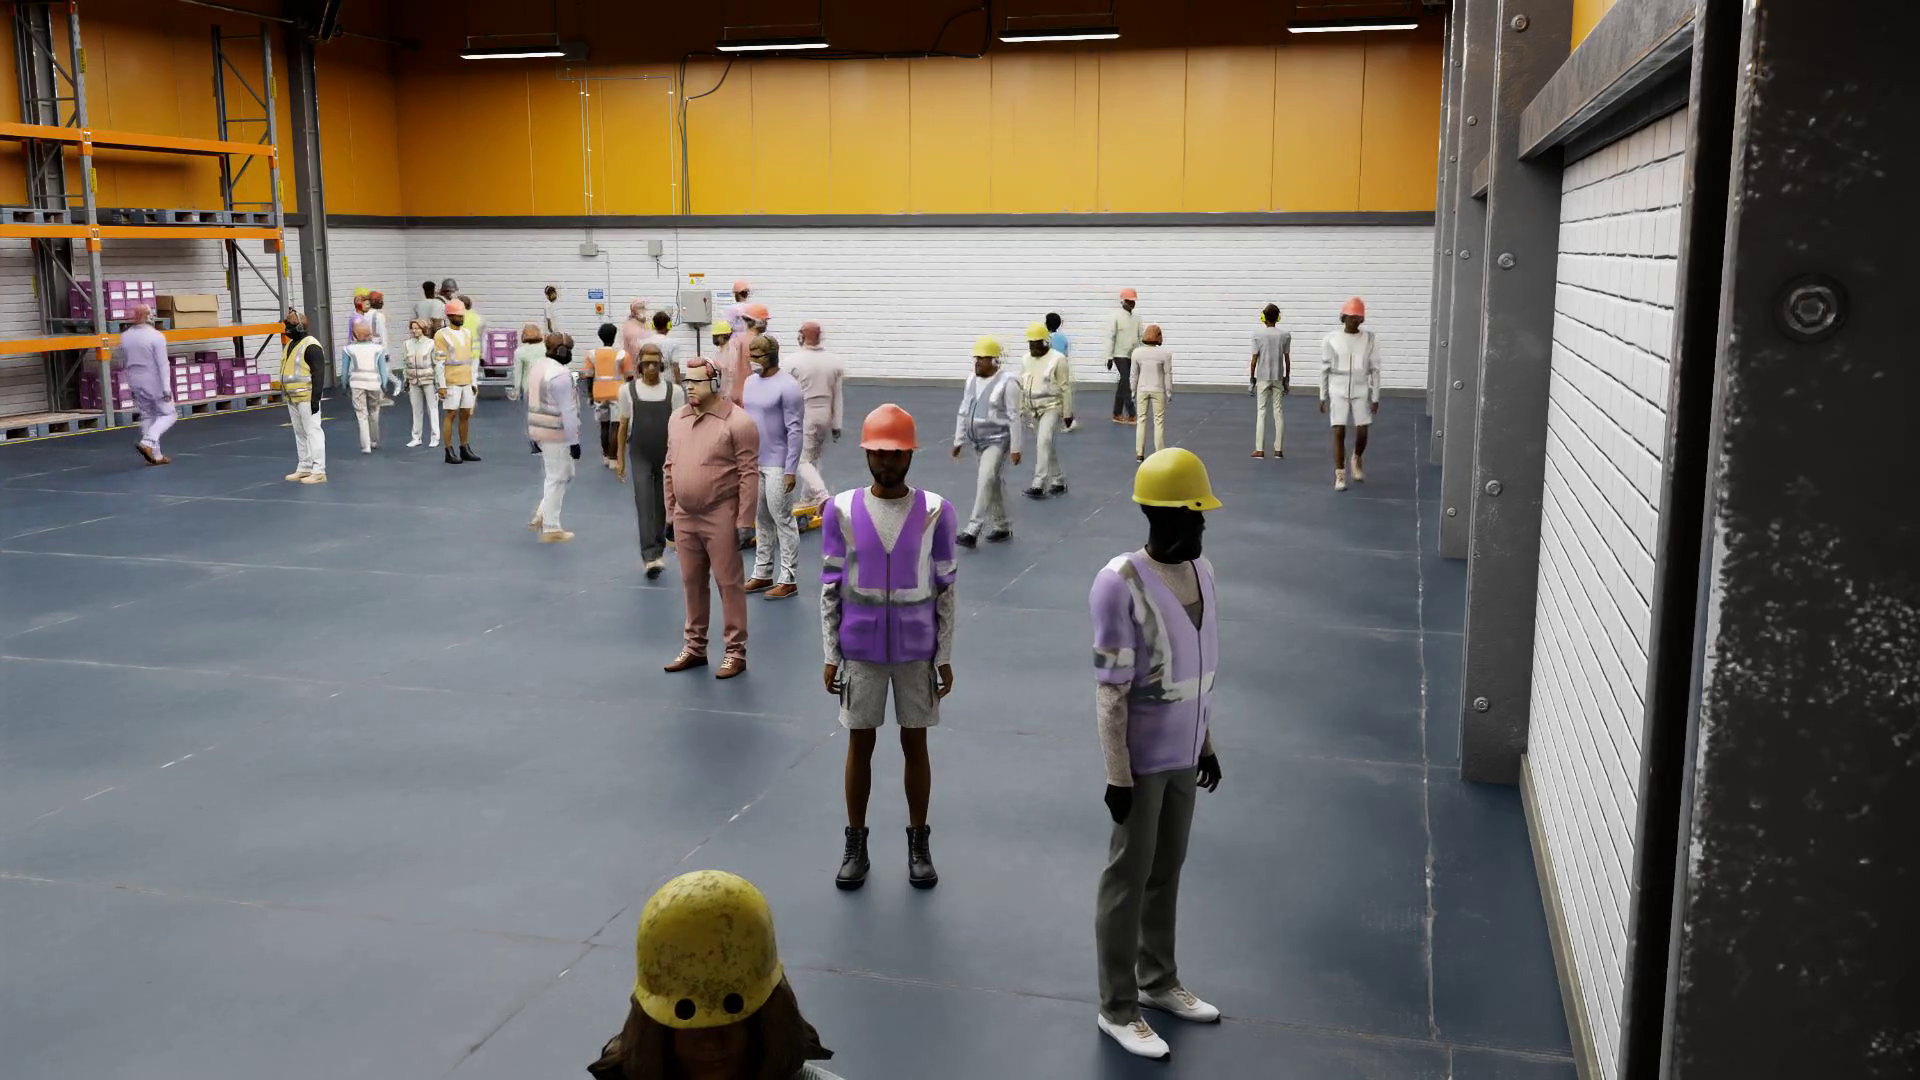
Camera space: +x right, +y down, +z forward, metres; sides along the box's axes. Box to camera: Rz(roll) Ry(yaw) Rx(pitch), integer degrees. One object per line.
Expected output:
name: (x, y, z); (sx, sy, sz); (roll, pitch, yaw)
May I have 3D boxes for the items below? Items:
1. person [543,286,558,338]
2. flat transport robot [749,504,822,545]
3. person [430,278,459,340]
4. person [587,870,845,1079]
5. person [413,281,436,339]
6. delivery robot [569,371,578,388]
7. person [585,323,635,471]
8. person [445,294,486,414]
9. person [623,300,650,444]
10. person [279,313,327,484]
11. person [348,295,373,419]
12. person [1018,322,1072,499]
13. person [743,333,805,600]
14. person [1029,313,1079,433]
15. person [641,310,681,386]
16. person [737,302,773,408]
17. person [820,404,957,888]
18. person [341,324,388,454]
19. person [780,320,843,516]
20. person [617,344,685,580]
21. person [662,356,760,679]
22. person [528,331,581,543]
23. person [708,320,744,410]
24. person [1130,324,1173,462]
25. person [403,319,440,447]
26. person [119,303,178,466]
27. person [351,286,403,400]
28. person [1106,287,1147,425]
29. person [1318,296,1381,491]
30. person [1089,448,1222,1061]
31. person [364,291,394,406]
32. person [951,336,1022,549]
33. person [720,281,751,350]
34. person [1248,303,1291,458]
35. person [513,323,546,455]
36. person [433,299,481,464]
person: (-7.546, -3.758, 30.678); (0.336, 1.852, 0.560); (-1, 10, -8)
flat transport robot: (-1.822, -0.161, 14.670); (0.652, 0.197, 1.431); (5, 11, 27)
person: (-8.982, -3.598, 29.126); (0.577, 2.000, 0.708); (2, 10, 12)
person: (-0.329, 1.288, 2.298); (0.484, 1.744, 0.295); (-3, 10, -14)
person: (-9.324, -3.594, 29.339); (0.621, 1.946, 0.434); (2, 10, 10)
delivery robot: (-6.853, -2.743, 28.224); (0.707, 0.478, 0.477); (0, 10, 1)
person: (-3.971, -1.645, 19.097); (0.552, 1.673, 0.671); (2, 10, 10)
person: (-7.482, -2.801, 25.218); (0.641, 1.827, 0.581); (-8, 13, -38)
person: (-4.153, -2.154, 21.476); (0.430, 1.863, 0.730); (-3, 10, -17)
person: (-7.108, -1.528, 17.967); (0.633, 1.841, 0.429); (9, 13, 41)
person: (-8.881, -2.706, 24.636); (0.374, 1.840, 0.571); (-4, 11, -21)
person: (0.790, -1.312, 16.906); (0.889, 1.782, 0.578); (-9, 13, -41)
person: (-1.382, -0.534, 12.079); (0.372, 1.934, 0.627); (-10, 14, -44)
person: (1.322, -2.304, 22.913); (0.901, 1.648, 0.524); (7, 12, 36)
person: (-3.455, -1.747, 19.300); (0.539, 1.817, 1.016); (2, 10, 10)
person: (-2.165, -1.475, 17.264); (0.666, 1.977, 0.632); (-5, 11, -24)
person: (-0.282, 0.427, 6.615); (0.545, 1.942, 0.350); (0, 10, -2)
person: (-7.420, -1.885, 20.688); (0.530, 1.594, 0.832); (-6, 12, -29)
person: (-1.379, -1.102, 15.471); (0.644, 1.877, 0.850); (-8, 13, -40)
person: (-2.344, -0.597, 12.803); (0.540, 1.798, 0.937); (-3, 10, -16)
person: (-1.508, -0.134, 9.886); (0.651, 1.907, 0.409); (5, 11, 28)
person: (-3.485, -0.880, 14.355); (0.445, 1.822, 0.651); (-6, 12, -32)
person: (-2.679, -1.565, 18.509); (0.870, 1.730, 0.528); (-9, 13, -41)
person: (2.266, -1.732, 19.710); (0.503, 1.632, 0.271); (4, 11, 20)
person: (-6.844, -1.996, 21.183); (0.515, 1.641, 0.314); (2, 10, 13)
person: (-9.411, -1.789, 19.289); (0.667, 1.891, 0.485); (4, 11, 20)
person: (-9.819, -3.299, 27.837); (0.593, 1.900, 0.787); (8, 13, 39)
person: (2.484, -2.626, 23.863); (0.616, 1.959, 0.923); (-9, 13, -41)
person: (4.095, -1.545, 17.517); (0.630, 2.030, 0.622); (2, 10, 10)
person: (0.648, 0.662, 5.322); (0.369, 1.928, 0.586); (8, 13, 38)
person: (-9.286, -3.043, 26.493); (0.606, 1.852, 0.566); (6, 12, 29)
person: (0.159, -0.823, 14.110); (0.888, 1.793, 0.606); (-9, 13, -40)
person: (-3.548, -3.166, 26.828); (1.038, 1.989, 0.635); (6, 12, 32)
person: (3.734, -1.914, 20.063); (0.517, 1.875, 0.324); (-1, 10, -5)
person: (-5.194, -1.840, 20.340); (0.526, 1.619, 0.352); (-6, 11, -29)
person: (-5.917, -1.871, 19.639); (0.361, 1.935, 0.553); (6, 12, 30)
